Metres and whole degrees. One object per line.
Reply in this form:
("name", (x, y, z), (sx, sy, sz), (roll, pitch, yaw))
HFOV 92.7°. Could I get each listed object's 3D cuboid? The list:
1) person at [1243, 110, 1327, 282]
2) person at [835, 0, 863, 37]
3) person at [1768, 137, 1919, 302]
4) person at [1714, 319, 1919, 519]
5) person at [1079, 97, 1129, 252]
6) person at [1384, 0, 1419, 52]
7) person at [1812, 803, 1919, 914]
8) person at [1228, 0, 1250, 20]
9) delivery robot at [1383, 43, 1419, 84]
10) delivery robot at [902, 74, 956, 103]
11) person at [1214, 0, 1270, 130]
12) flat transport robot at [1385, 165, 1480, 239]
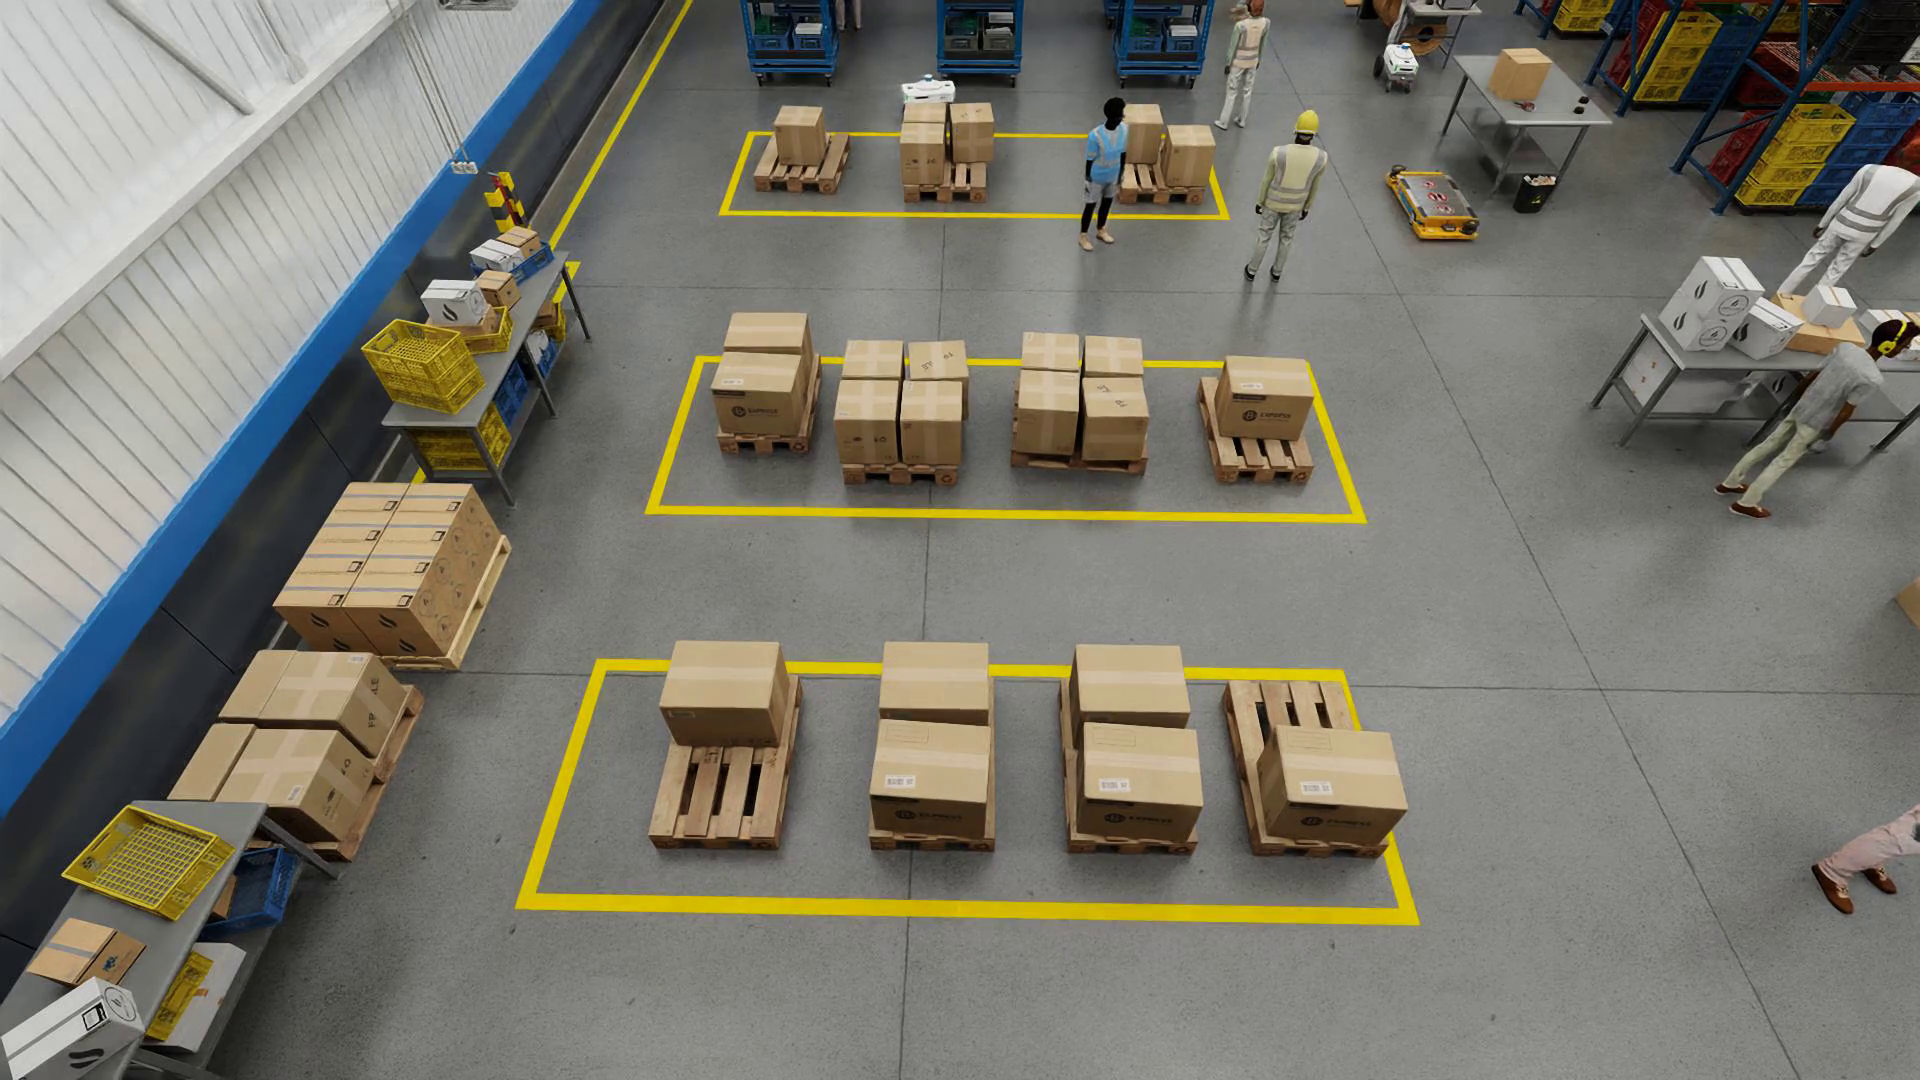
("person", (3.389, -3.539, 9.562), (0.584, 1.824, 0.403), (5, 49, 4))
("person", (-1.761, -8.847, 14.052), (0.628, 1.979, 0.410), (-17, 51, -14))
("person", (8.871, -3.066, 9.116), (0.358, 1.880, 0.564), (-33, 57, -25))
("person", (6.781, -0.962, 7.301), (0.332, 1.866, 0.514), (2, 49, 1))
("person", (1.573, -3.997, 10.044), (0.534, 1.693, 0.319), (-22, 53, -18))
("person", (6.579, -7.897, 13.265), (0.384, 1.931, 0.640), (21, 52, 17))
("person", (5.667, 1.542, 5.110), (0.641, 1.904, 0.401), (-12, 50, -10))
("person", (4.687, -9.288, 14.523), (0.429, 1.841, 0.634), (-16, 51, -13))
("delivery robot", (6.373, -6.919, 13.258), (0.477, 0.478, 0.707), (4, 49, 4))
("delivery robot", (-0.428, -6.112, 12.557), (0.707, 0.478, 0.477), (-8, 49, -6))
("person", (3.719, -6.244, 12.026), (0.519, 1.632, 0.317), (-13, 50, -11))
("flat transport robot", (5.692, -4.094, 11.059), (0.652, 0.197, 1.431), (1, 49, 1))
